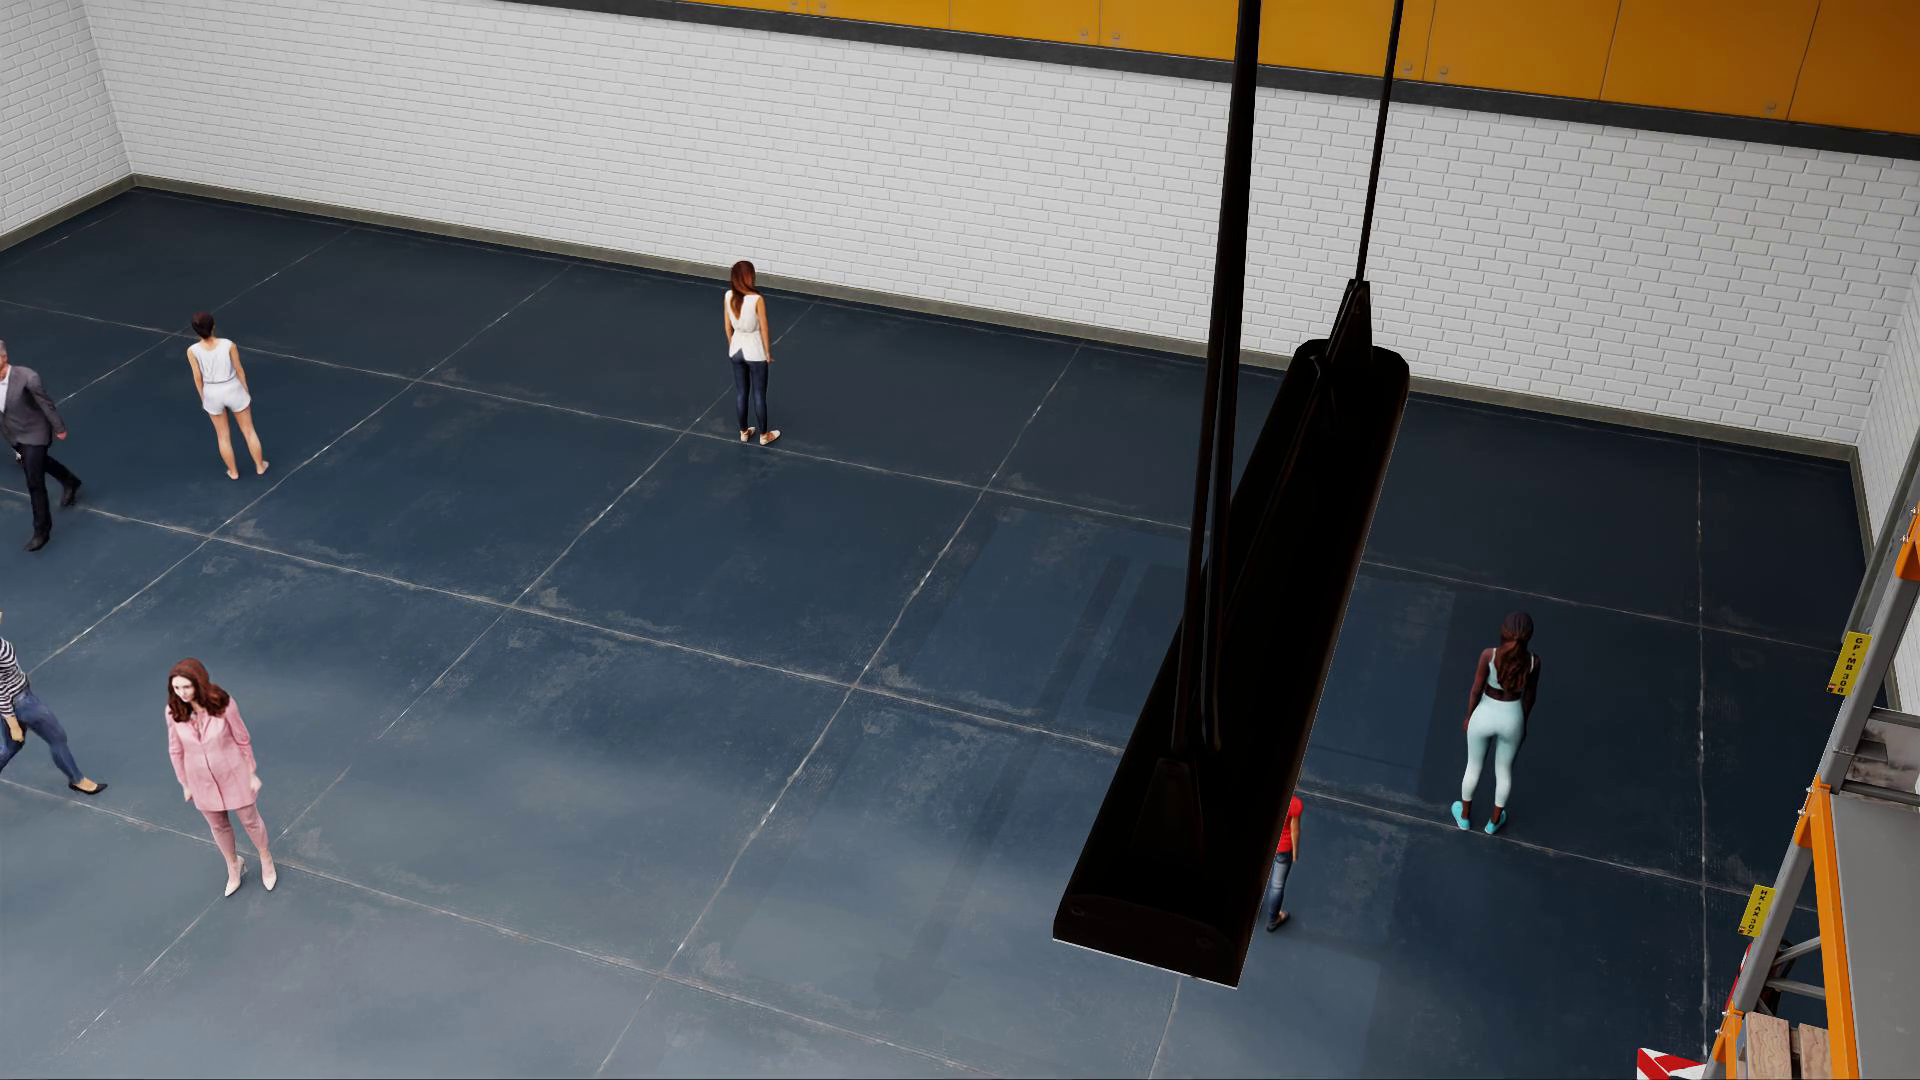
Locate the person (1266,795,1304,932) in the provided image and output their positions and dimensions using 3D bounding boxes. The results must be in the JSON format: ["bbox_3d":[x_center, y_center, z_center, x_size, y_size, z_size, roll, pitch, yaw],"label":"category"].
[{"bbox_3d":[1.919,1.858,10.199,0.523,1.310,0.545,23,40,30],"label":"person"}]

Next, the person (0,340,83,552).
[{"bbox_3d":[-7.792,-0.918,13.950,0.829,1.779,1.305,6,34,8],"label":"person"}]

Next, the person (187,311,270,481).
[{"bbox_3d":[-6.480,-1.277,14.645,0.648,1.608,0.698,-12,36,-18],"label":"person"}]

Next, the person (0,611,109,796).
[{"bbox_3d":[-6.275,1.139,10.876,1.173,1.757,1.019,-21,39,-28],"label":"person"}]

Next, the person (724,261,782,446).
[{"bbox_3d":[-1.927,-1.689,15.107,0.592,1.783,0.533,14,36,20],"label":"person"}]

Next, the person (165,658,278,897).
[{"bbox_3d":[-4.595,1.467,10.342,0.694,1.802,0.691,-6,34,-9],"label":"person"}]

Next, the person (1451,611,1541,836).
[{"bbox_3d":[3.497,1.190,10.829,0.580,1.724,0.548,8,34,12],"label":"person"}]
